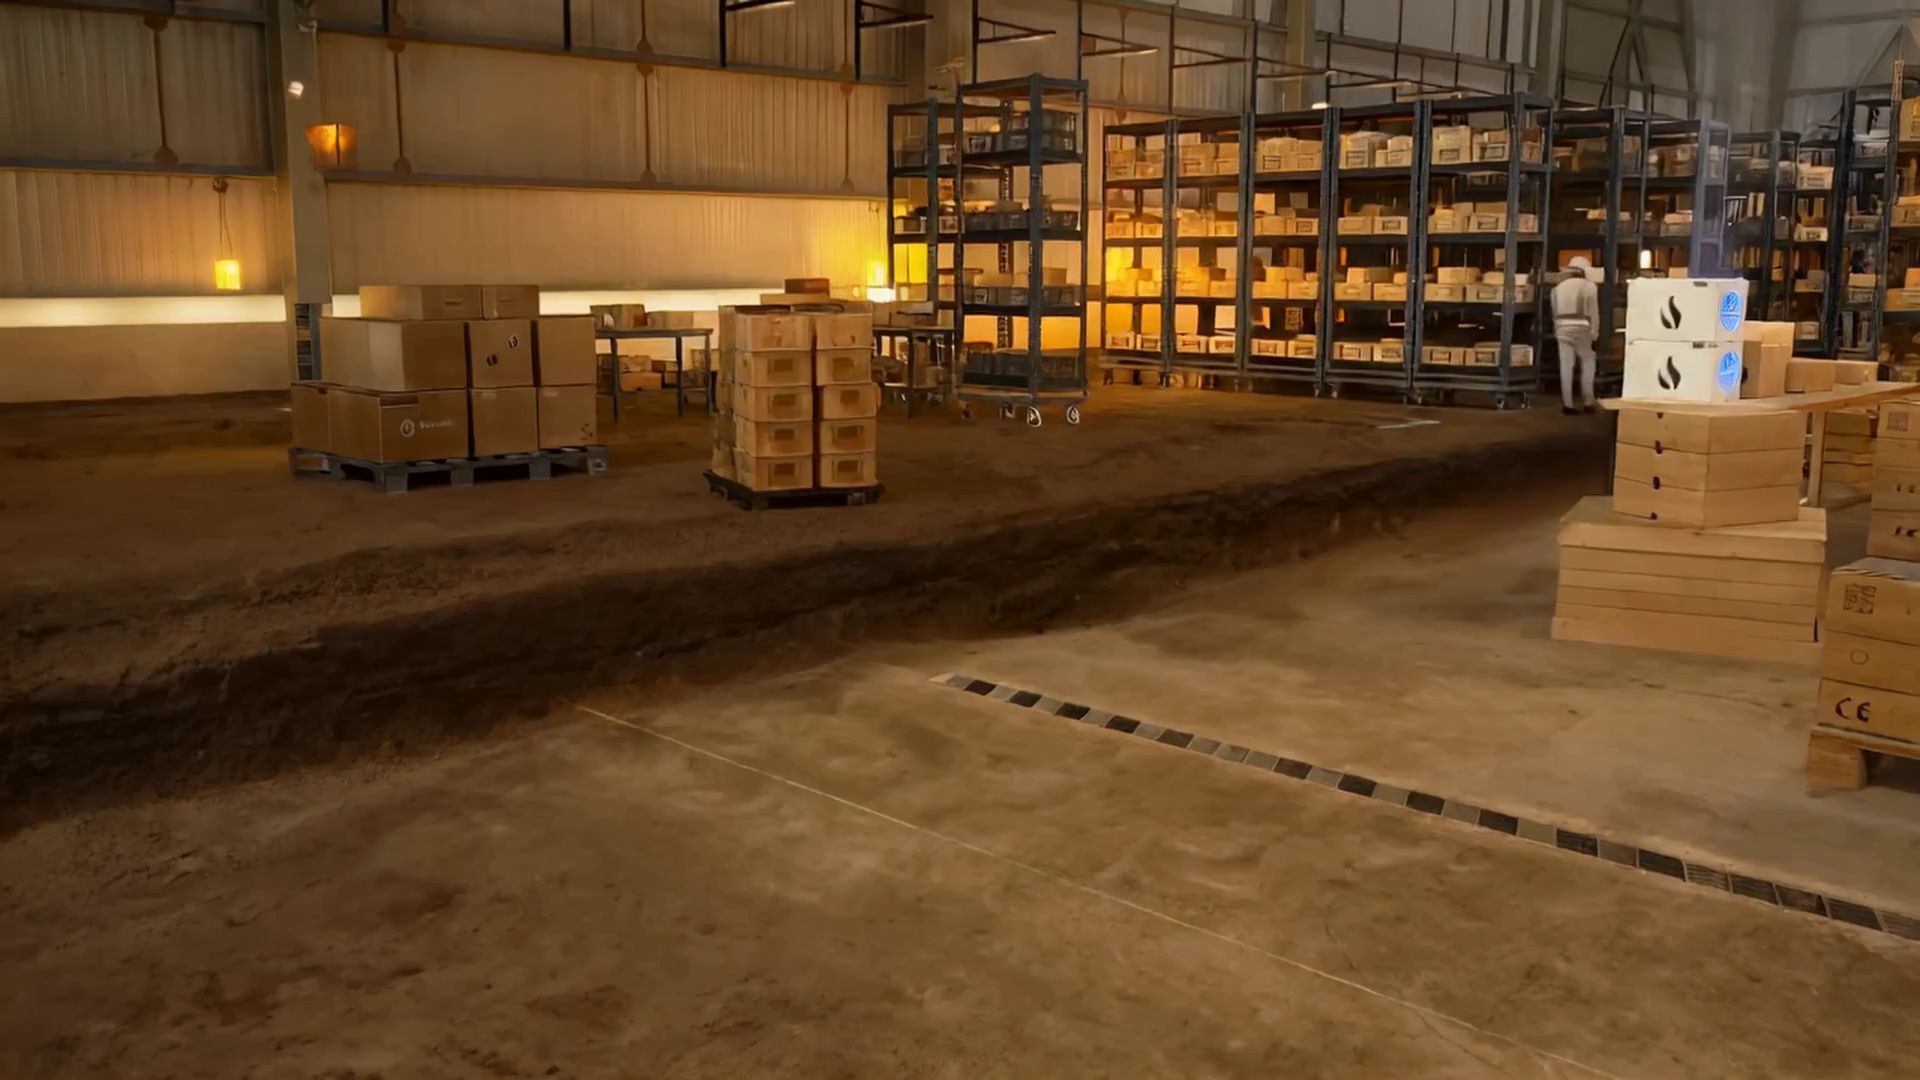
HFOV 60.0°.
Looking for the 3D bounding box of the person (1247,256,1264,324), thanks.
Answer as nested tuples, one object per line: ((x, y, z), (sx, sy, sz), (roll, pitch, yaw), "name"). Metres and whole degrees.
((5.145, -4.095, 29.410), (0.461, 1.830, 0.564), (-9, 13, -43), "person")

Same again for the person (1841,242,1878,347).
((11.169, -2.720, 20.628), (0.381, 1.994, 0.620), (-1, 10, -7), "person")

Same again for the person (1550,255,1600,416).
((6.894, -2.281, 18.607), (0.523, 1.797, 0.618), (-8, 13, -41), "person")
